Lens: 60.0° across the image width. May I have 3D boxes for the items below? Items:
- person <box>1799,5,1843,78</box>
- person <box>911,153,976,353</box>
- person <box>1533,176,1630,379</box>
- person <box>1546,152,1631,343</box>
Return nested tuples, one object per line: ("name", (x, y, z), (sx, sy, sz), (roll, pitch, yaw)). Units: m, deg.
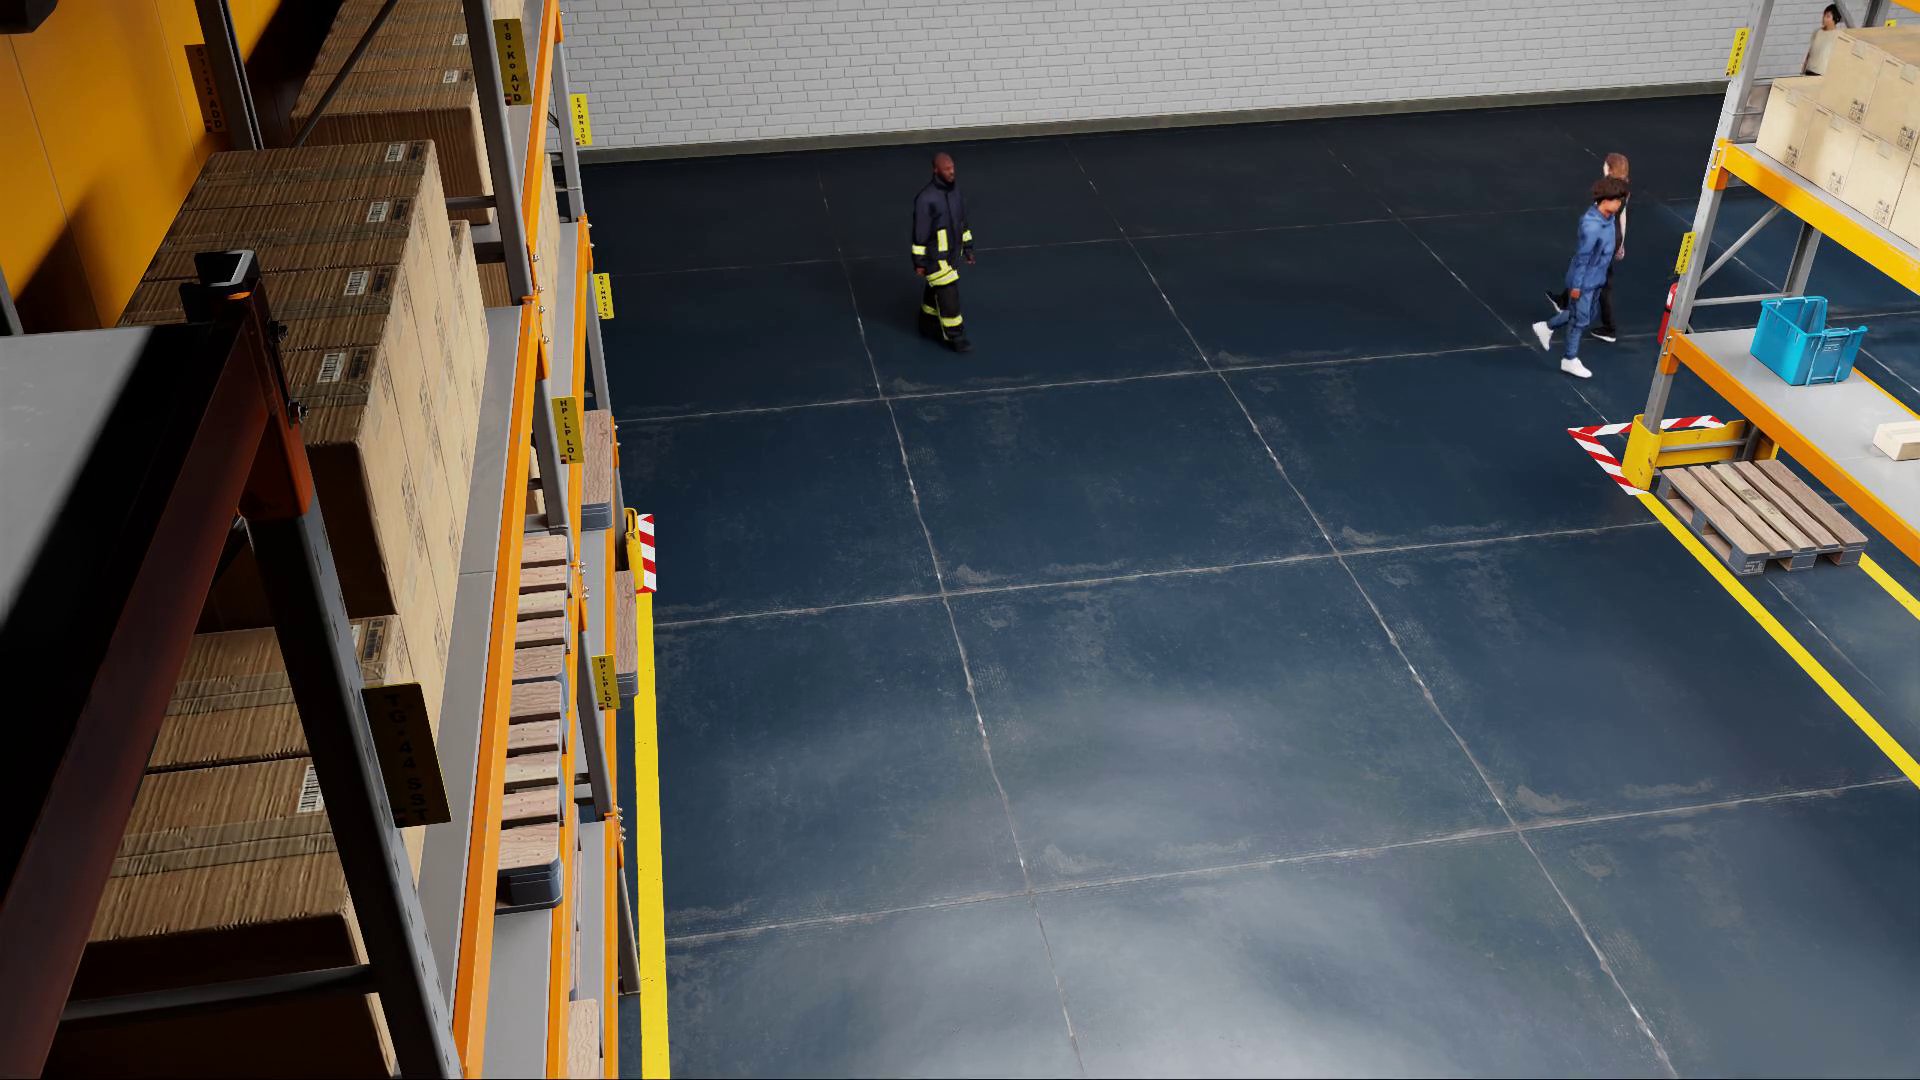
("person", (10.088, -5.454, 19.433), (0.702, 1.578, 0.549), (-12, 35, -17))
("person", (-0.247, -2.640, 14.999), (1.153, 1.801, 1.077), (25, 41, 32))
("person", (5.403, -2.324, 14.534), (1.029, 1.788, 0.955), (27, 42, 34))
("person", (5.901, -2.602, 15.033), (0.947, 1.699, 1.167), (-23, 40, -30))
